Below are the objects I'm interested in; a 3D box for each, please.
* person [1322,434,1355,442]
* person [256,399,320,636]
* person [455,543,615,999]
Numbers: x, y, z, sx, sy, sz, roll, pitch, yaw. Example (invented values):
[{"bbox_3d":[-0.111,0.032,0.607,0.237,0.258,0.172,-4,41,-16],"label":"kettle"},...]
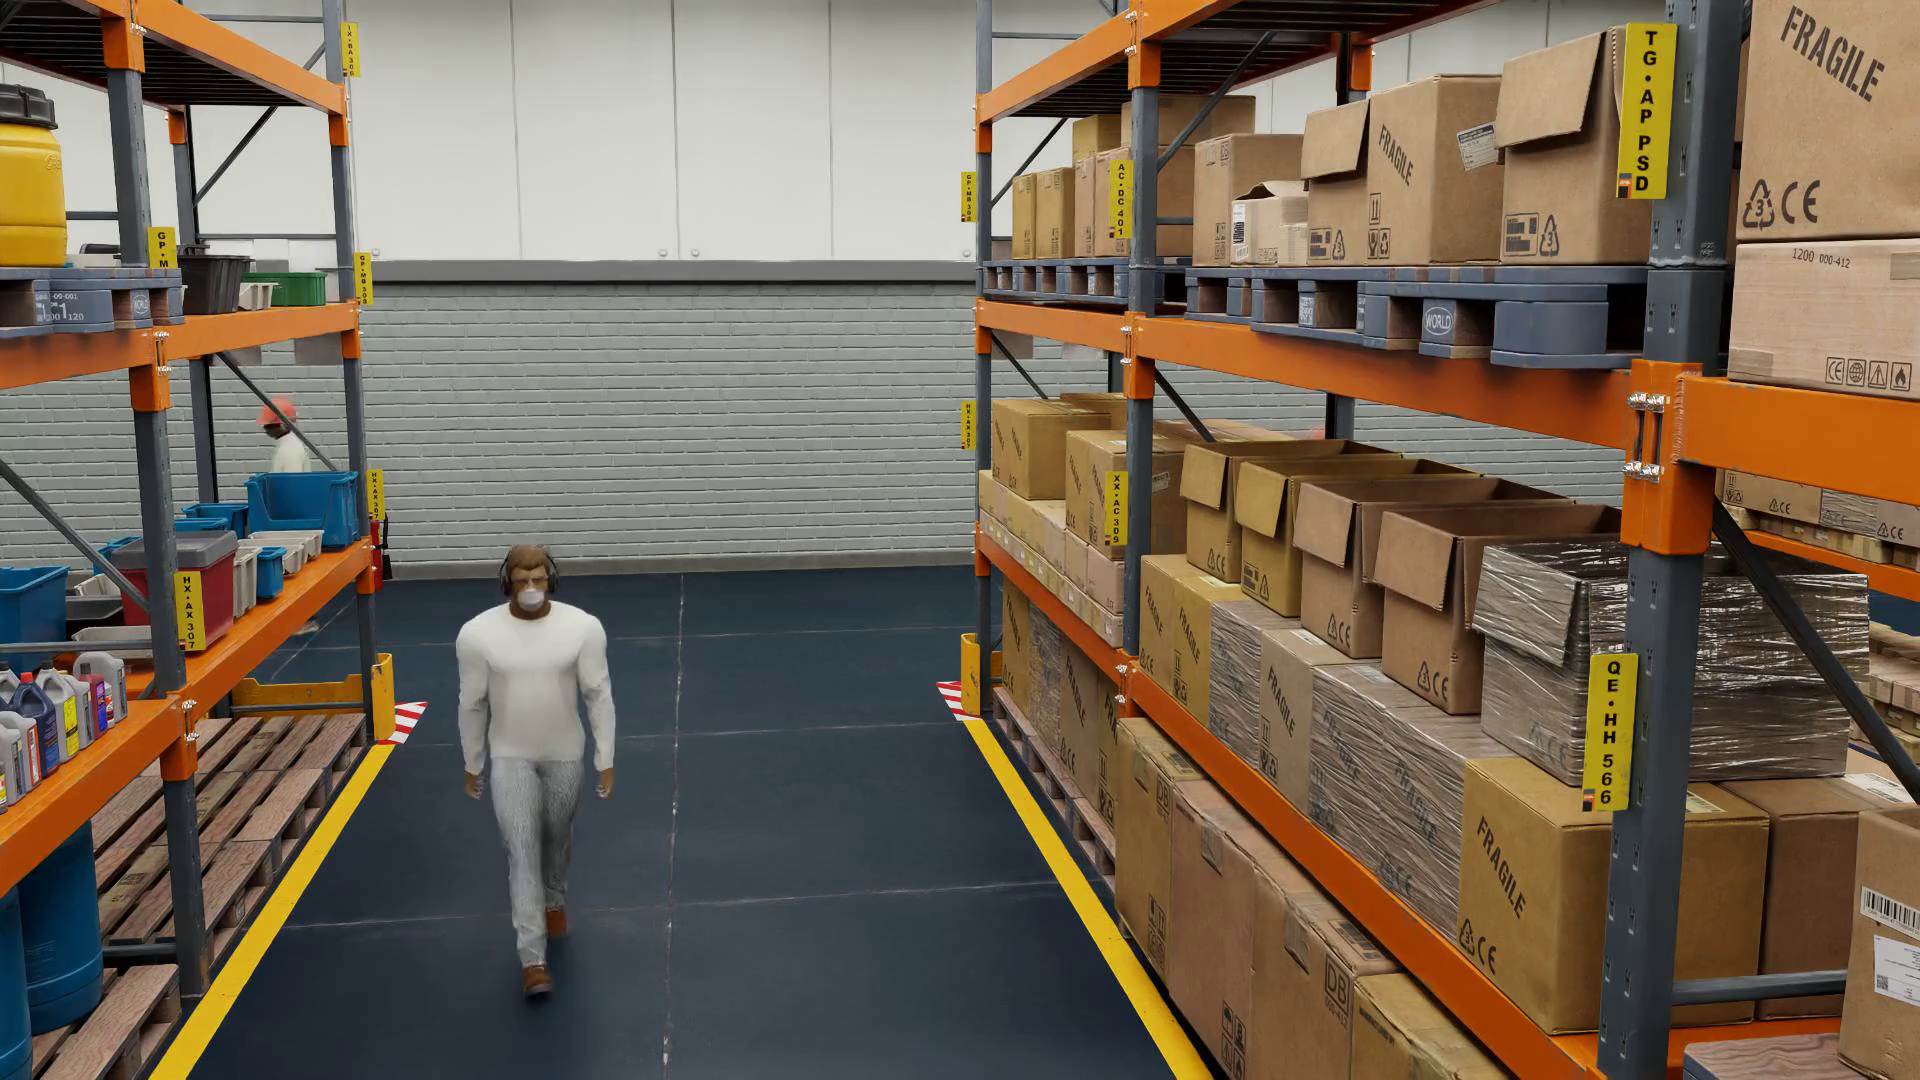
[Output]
[{"bbox_3d":[2.776,0.081,12.509,1.020,1.886,0.558,-1,9,-6],"label":"person"},{"bbox_3d":[-5.647,-0.200,13.977,0.412,1.966,0.672,-4,10,-25],"label":"person"},{"bbox_3d":[-1.826,0.939,7.219,0.647,1.882,1.062,-3,10,-19],"label":"person"}]
